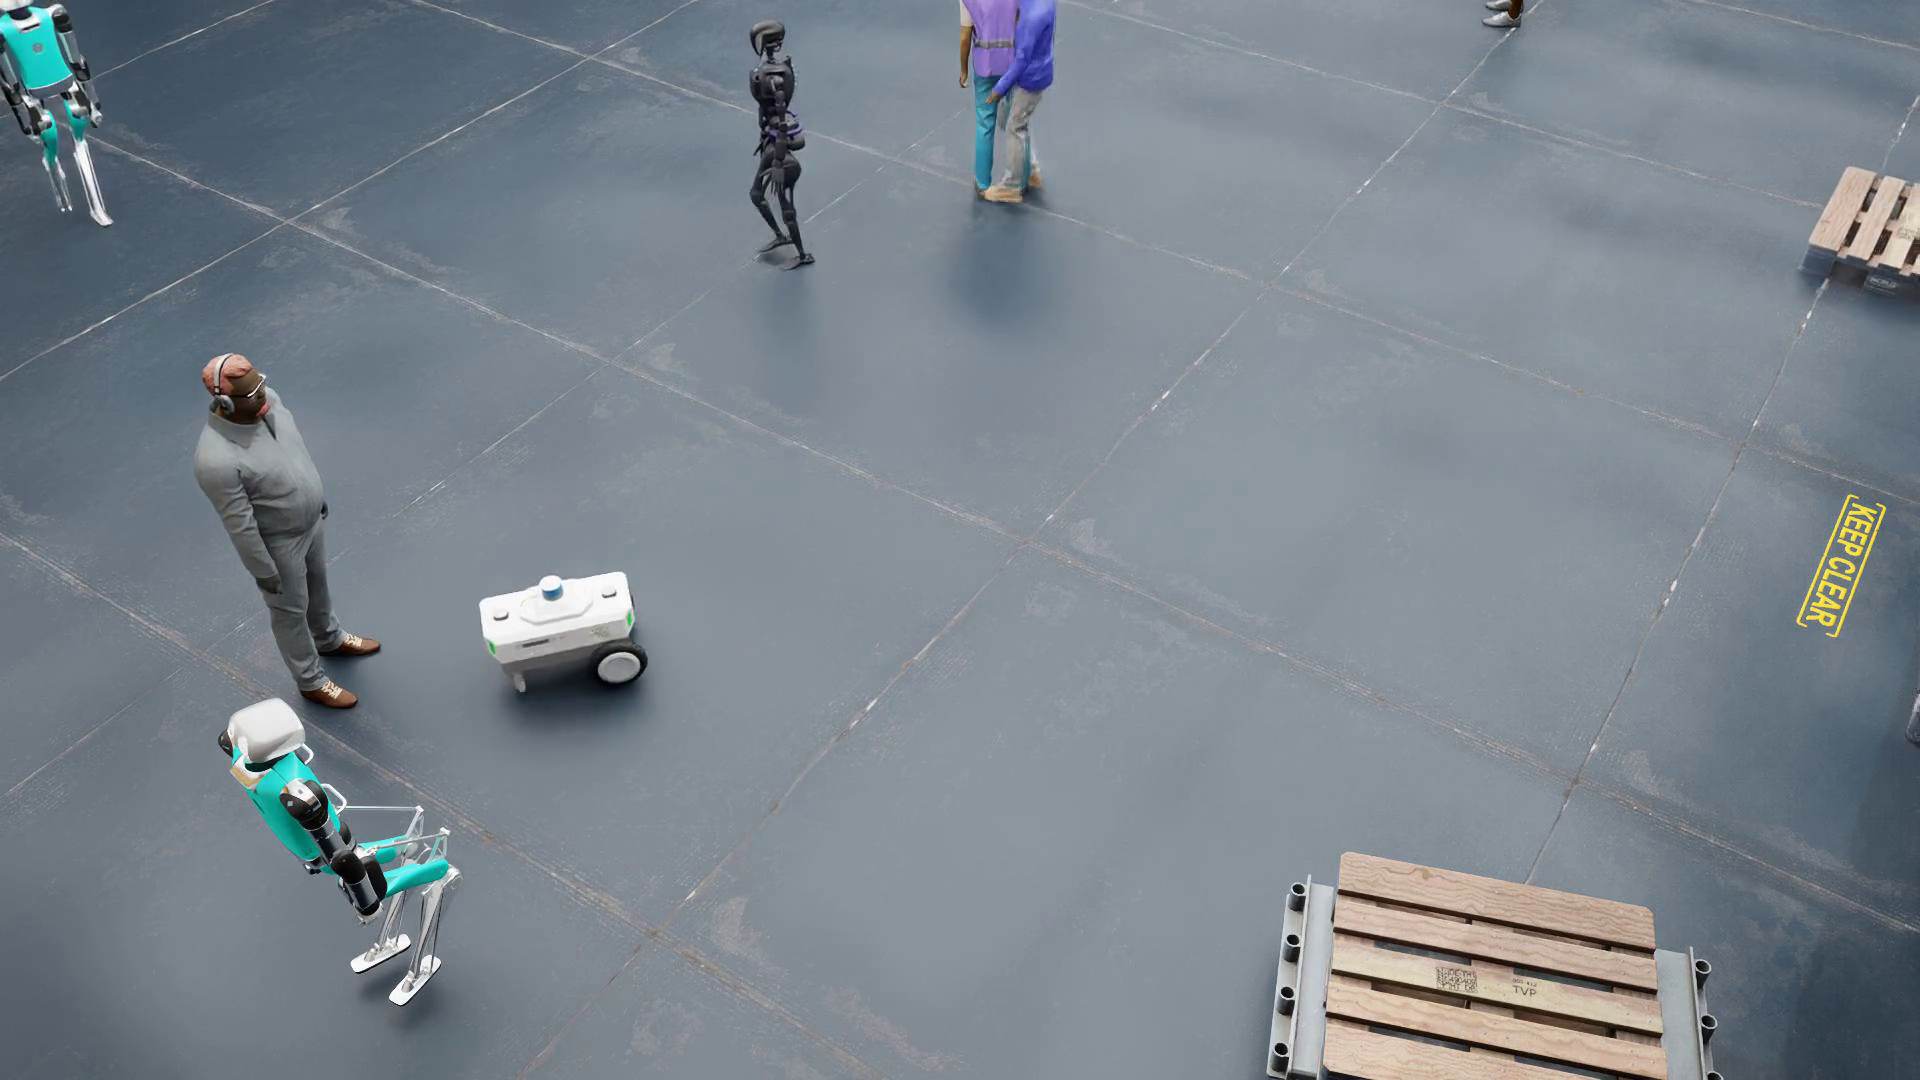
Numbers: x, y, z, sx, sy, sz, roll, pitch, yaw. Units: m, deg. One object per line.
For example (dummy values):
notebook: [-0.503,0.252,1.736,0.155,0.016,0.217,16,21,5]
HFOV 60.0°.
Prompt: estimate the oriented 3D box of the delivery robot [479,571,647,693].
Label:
delivery robot: [-1.913,0.416,8.114,0.785,0.613,0.525,-12,43,-13]

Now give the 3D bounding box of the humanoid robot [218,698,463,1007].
humanoid robot: [-2.236,1.114,6.330,0.533,1.677,0.735,30,50,30]

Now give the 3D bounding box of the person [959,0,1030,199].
person: [0.277,-3.143,11.116,0.568,1.840,0.373,-1,42,-1]

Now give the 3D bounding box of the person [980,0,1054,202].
person: [0.369,-3.061,11.027,0.483,1.841,0.509,-3,42,-4]

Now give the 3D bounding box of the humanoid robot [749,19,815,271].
humanoid robot: [-1.152,-2.470,10.488,0.358,1.651,0.589,-12,43,-13]

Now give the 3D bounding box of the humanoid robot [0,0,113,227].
humanoid robot: [-5.948,-2.793,10.886,0.546,1.886,0.783,-32,51,-31]

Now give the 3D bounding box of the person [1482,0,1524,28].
person: [4.518,-5.044,13.182,0.454,1.931,0.554,13,43,14]

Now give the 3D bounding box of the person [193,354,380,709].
person: [-3.075,-0.050,7.607,0.411,1.909,0.637,3,42,3]
